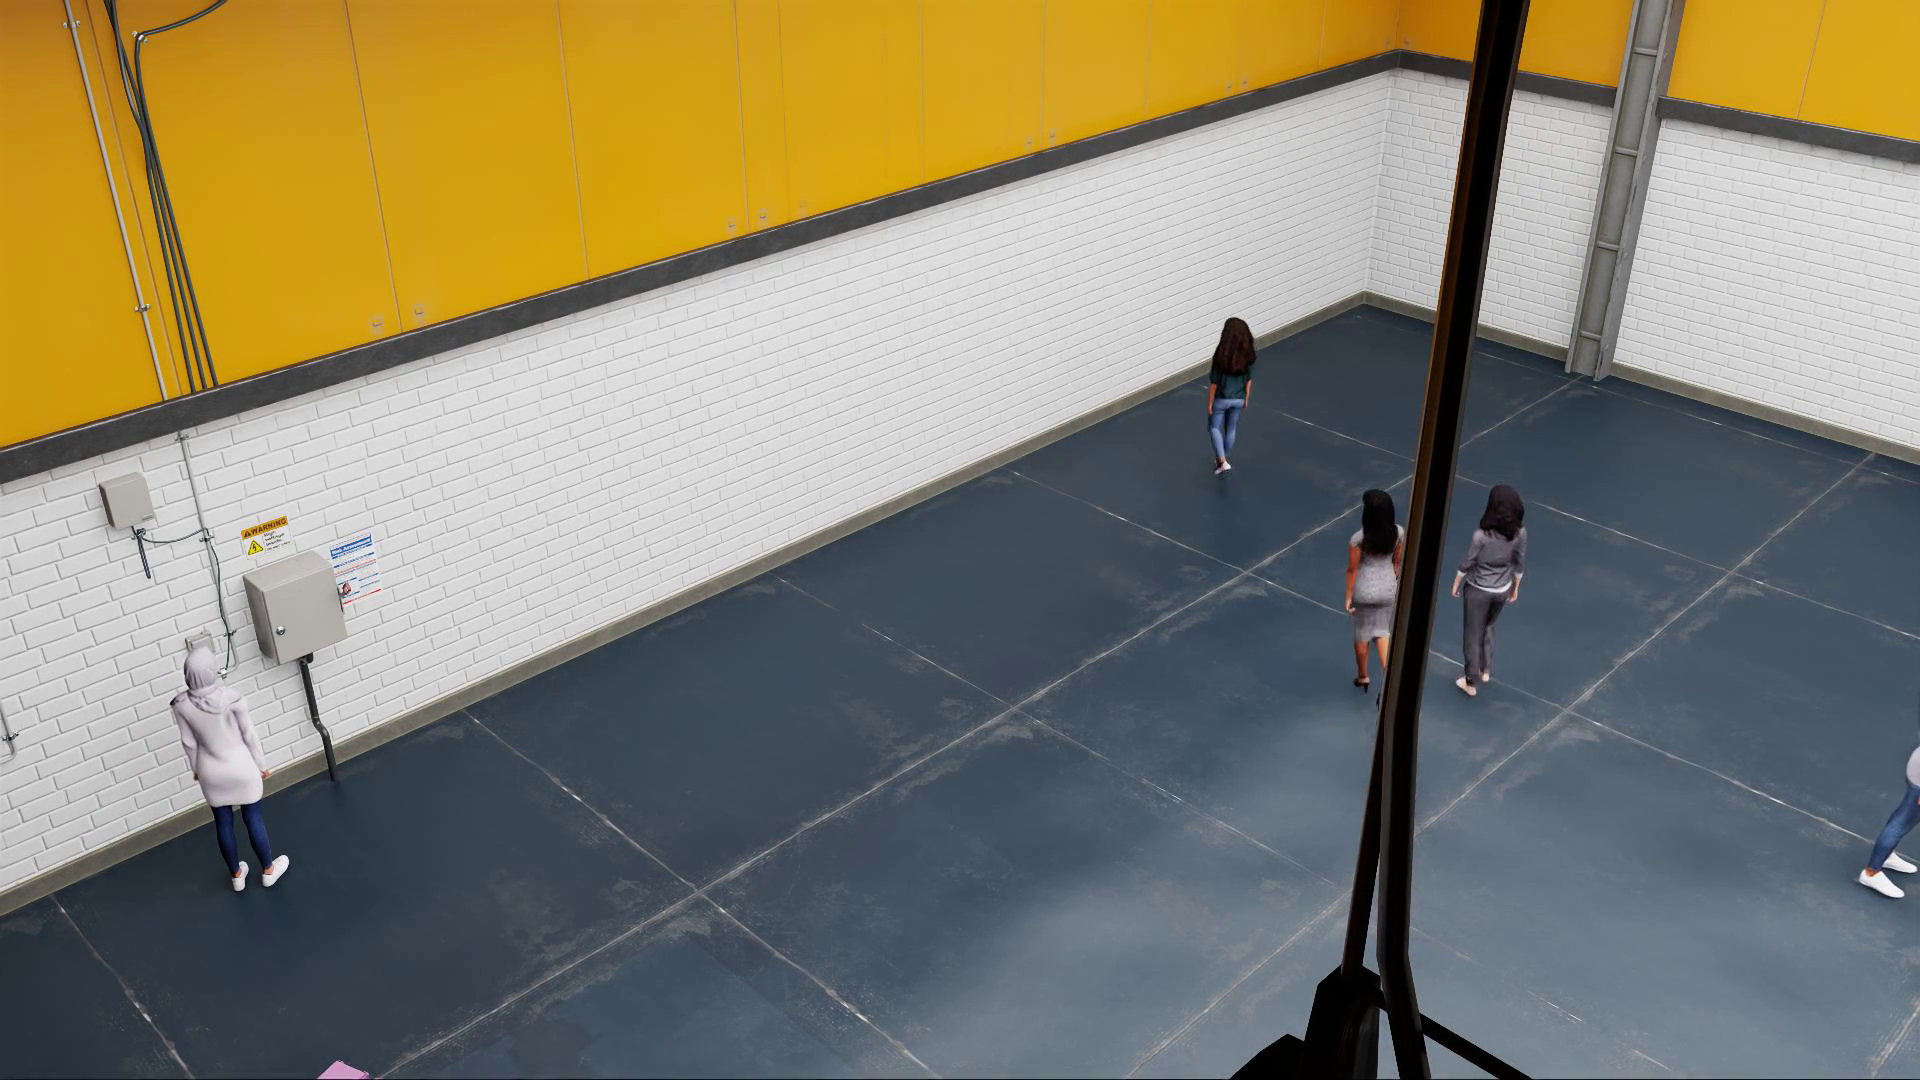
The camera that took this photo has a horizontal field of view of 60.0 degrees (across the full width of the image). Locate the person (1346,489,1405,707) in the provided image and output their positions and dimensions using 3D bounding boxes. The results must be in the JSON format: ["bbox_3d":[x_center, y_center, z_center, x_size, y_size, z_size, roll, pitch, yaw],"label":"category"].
[{"bbox_3d":[3.098,0.475,12.343,0.921,1.760,1.006,-2,29,-3],"label":"person"}]

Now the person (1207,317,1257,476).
[{"bbox_3d":[2.567,-1.322,15.799,0.850,1.604,0.946,-5,29,-8],"label":"person"}]

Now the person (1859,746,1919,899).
[{"bbox_3d":[6.115,1.478,10.539,0.587,1.727,0.625,22,36,35],"label":"person"}]

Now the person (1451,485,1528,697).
[{"bbox_3d":[3.976,0.424,12.444,0.744,1.752,0.786,-4,29,-7],"label":"person"}]

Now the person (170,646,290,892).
[{"bbox_3d":[-4.639,1.456,10.528,0.690,1.776,0.724,-3,29,-6],"label":"person"}]
